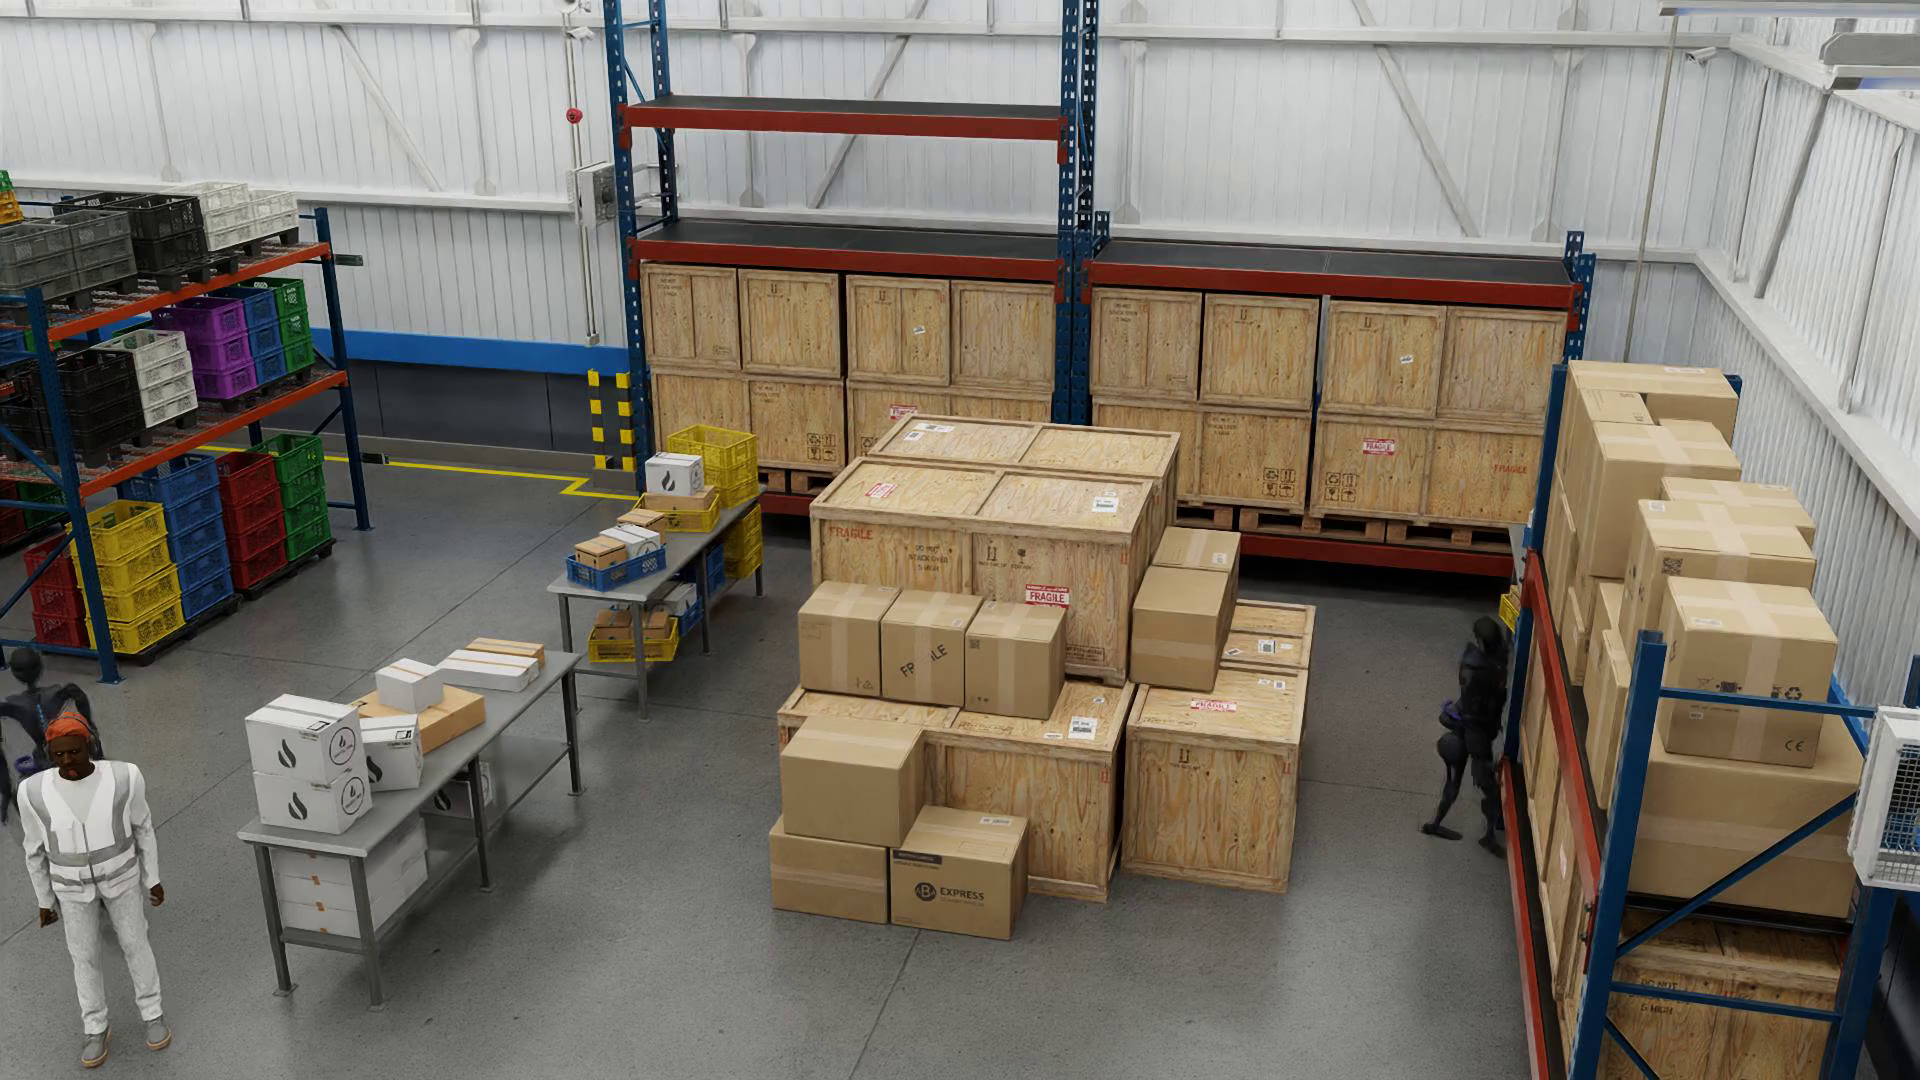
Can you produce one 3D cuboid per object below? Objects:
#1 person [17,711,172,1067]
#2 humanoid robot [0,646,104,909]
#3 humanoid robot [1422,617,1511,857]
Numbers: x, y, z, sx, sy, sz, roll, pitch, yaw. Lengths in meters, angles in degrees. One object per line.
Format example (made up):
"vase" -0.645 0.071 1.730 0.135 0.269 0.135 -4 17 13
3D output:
"person" -4.287 1.723 8.279 0.573 1.883 0.355 -10 23 -23
"humanoid robot" -5.163 1.386 9.471 0.594 1.642 0.472 -14 25 -33
"humanoid robot" 3.134 1.163 10.072 0.632 1.611 0.632 -14 25 -32
